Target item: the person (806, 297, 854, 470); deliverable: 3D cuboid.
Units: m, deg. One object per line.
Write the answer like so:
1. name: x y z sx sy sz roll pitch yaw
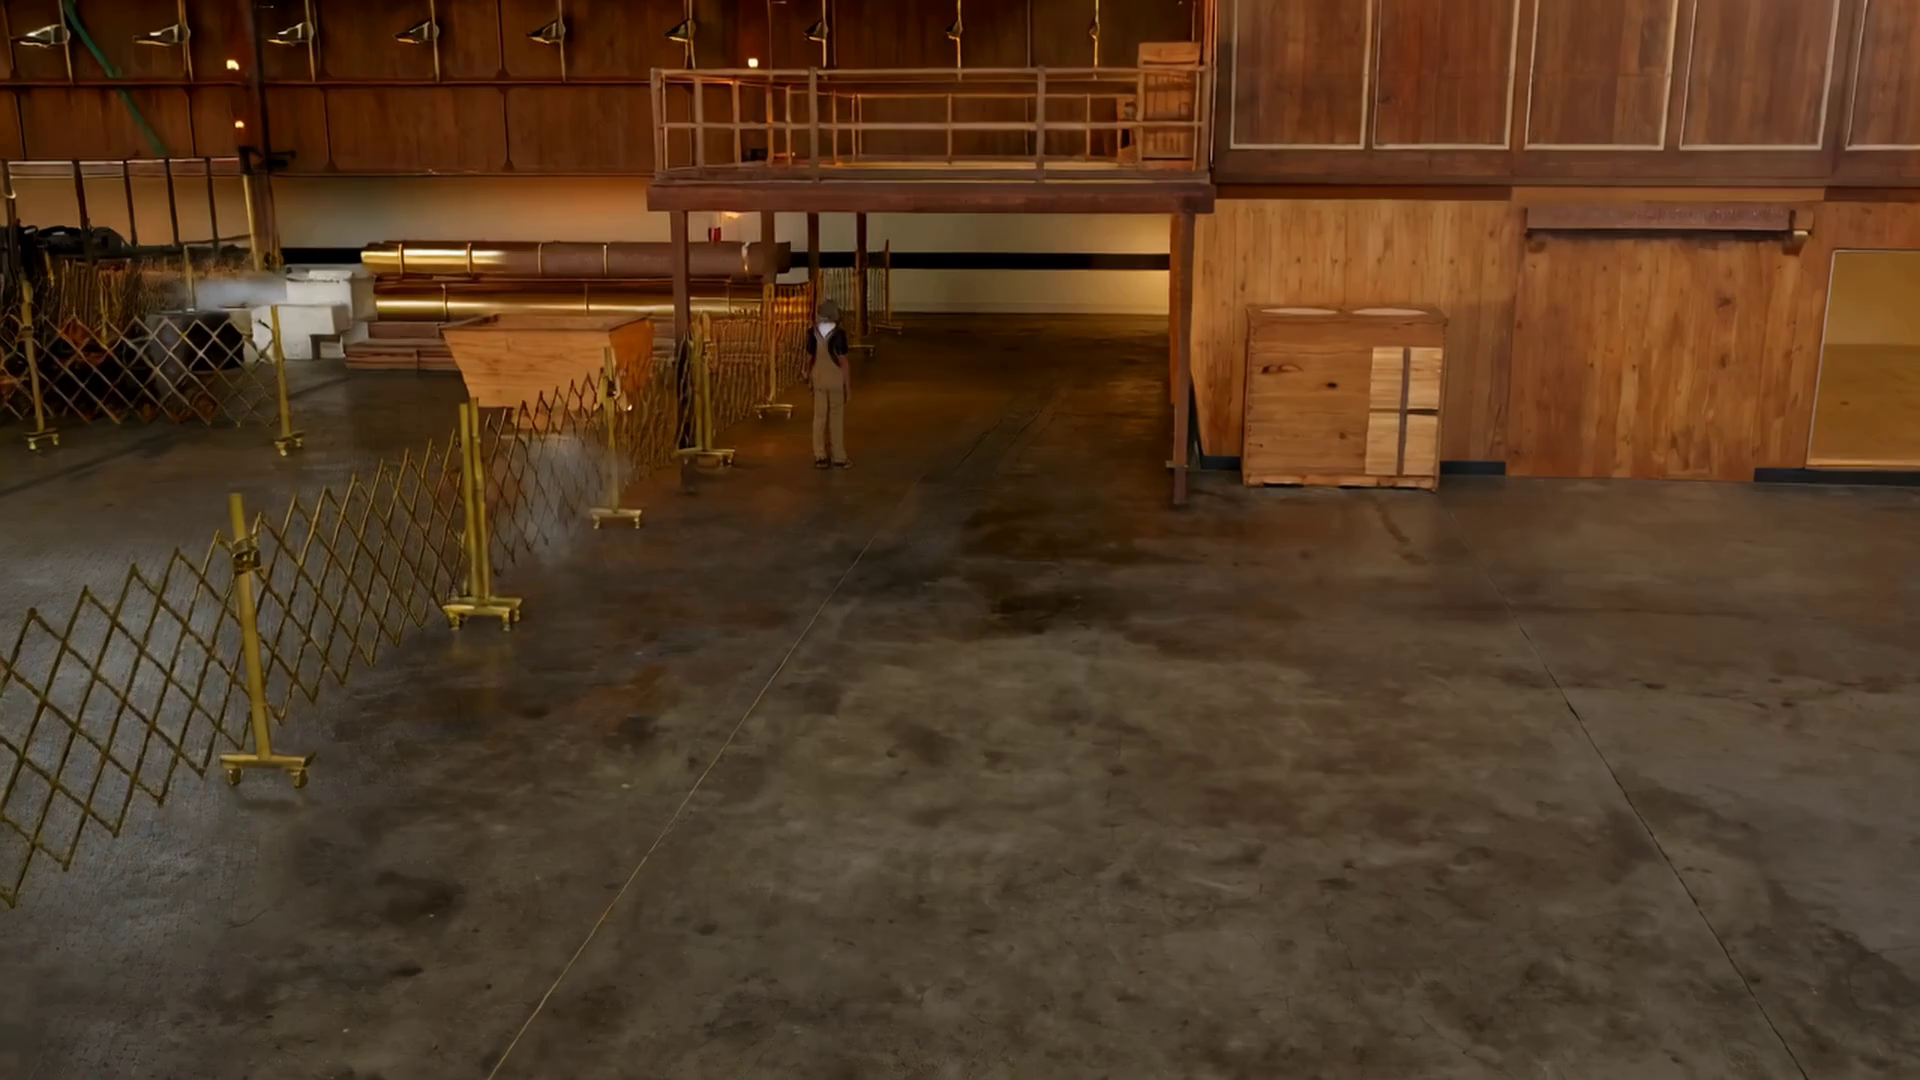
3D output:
1. person: -1.393 -1.672 17.783 0.507 1.846 0.343 7 15 25
